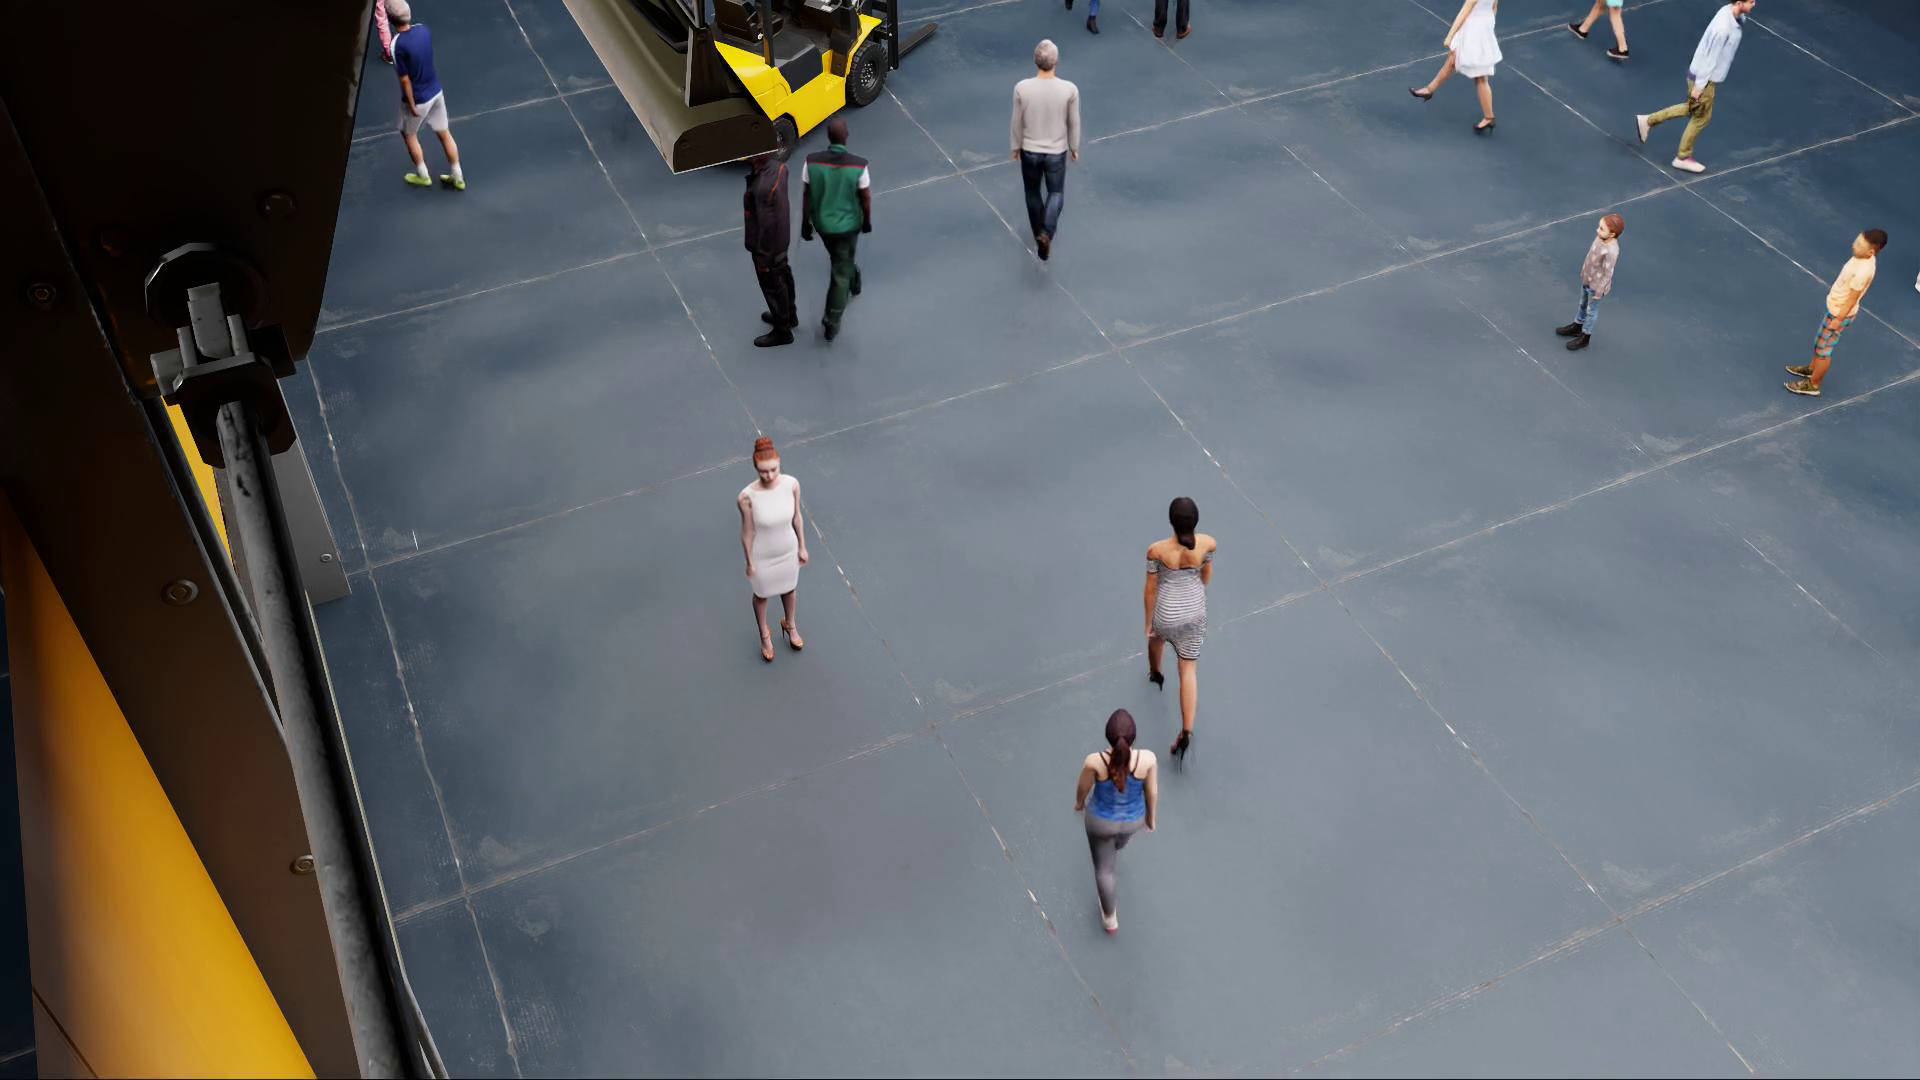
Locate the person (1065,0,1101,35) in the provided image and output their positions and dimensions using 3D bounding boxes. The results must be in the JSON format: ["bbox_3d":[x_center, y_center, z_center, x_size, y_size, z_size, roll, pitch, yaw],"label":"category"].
[{"bbox_3d":[1.310,-6.040,17.087,0.614,1.618,0.812,-18,46,-18],"label":"person"}]

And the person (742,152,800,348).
[{"bbox_3d":[-1.478,-2.359,13.074,0.850,1.823,0.730,4,44,4],"label":"person"}]

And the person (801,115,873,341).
[{"bbox_3d":[-0.975,-2.397,13.149,1.123,1.774,1.248,7,44,8],"label":"person"}]

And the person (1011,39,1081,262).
[{"bbox_3d":[0.704,-3.221,13.931,1.055,1.890,1.195,3,44,4],"label":"person"}]

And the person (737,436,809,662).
[{"bbox_3d":[-1.182,0.076,10.542,0.571,1.791,0.468,-18,47,-18],"label":"person"}]

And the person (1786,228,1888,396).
[{"bbox_3d":[6.733,-1.767,12.717,0.679,1.459,0.619,17,46,17],"label":"person"}]

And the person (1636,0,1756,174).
[{"bbox_3d":[6.649,-4.204,15.040,1.121,1.784,1.007,21,48,21],"label":"person"}]

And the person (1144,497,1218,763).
[{"bbox_3d":[1.338,0.547,10.058,0.863,1.777,1.171,-3,44,-3],"label":"person"}]

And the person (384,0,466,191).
[{"bbox_3d":[-4.691,-3.910,14.707,0.933,1.817,0.853,23,48,22],"label":"person"}]

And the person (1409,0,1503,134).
[{"bbox_3d":[4.859,-4.597,15.475,1.281,1.752,0.951,32,52,29],"label":"person"}]

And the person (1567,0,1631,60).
[{"bbox_3d":[6.638,-5.575,16.670,0.634,1.520,1.092,-22,48,-22],"label":"person"}]

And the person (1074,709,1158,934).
[{"bbox_3d":[0.861,1.574,9.120,0.792,1.583,1.028,-3,44,-4],"label":"person"}]

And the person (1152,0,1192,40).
[{"bbox_3d":[2.198,-5.990,16.905,0.774,1.797,0.785,7,44,7],"label":"person"}]

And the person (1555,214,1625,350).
[{"bbox_3d":[5.057,-2.069,13.227,0.604,1.194,0.481,-5,44,-5],"label":"person"}]
